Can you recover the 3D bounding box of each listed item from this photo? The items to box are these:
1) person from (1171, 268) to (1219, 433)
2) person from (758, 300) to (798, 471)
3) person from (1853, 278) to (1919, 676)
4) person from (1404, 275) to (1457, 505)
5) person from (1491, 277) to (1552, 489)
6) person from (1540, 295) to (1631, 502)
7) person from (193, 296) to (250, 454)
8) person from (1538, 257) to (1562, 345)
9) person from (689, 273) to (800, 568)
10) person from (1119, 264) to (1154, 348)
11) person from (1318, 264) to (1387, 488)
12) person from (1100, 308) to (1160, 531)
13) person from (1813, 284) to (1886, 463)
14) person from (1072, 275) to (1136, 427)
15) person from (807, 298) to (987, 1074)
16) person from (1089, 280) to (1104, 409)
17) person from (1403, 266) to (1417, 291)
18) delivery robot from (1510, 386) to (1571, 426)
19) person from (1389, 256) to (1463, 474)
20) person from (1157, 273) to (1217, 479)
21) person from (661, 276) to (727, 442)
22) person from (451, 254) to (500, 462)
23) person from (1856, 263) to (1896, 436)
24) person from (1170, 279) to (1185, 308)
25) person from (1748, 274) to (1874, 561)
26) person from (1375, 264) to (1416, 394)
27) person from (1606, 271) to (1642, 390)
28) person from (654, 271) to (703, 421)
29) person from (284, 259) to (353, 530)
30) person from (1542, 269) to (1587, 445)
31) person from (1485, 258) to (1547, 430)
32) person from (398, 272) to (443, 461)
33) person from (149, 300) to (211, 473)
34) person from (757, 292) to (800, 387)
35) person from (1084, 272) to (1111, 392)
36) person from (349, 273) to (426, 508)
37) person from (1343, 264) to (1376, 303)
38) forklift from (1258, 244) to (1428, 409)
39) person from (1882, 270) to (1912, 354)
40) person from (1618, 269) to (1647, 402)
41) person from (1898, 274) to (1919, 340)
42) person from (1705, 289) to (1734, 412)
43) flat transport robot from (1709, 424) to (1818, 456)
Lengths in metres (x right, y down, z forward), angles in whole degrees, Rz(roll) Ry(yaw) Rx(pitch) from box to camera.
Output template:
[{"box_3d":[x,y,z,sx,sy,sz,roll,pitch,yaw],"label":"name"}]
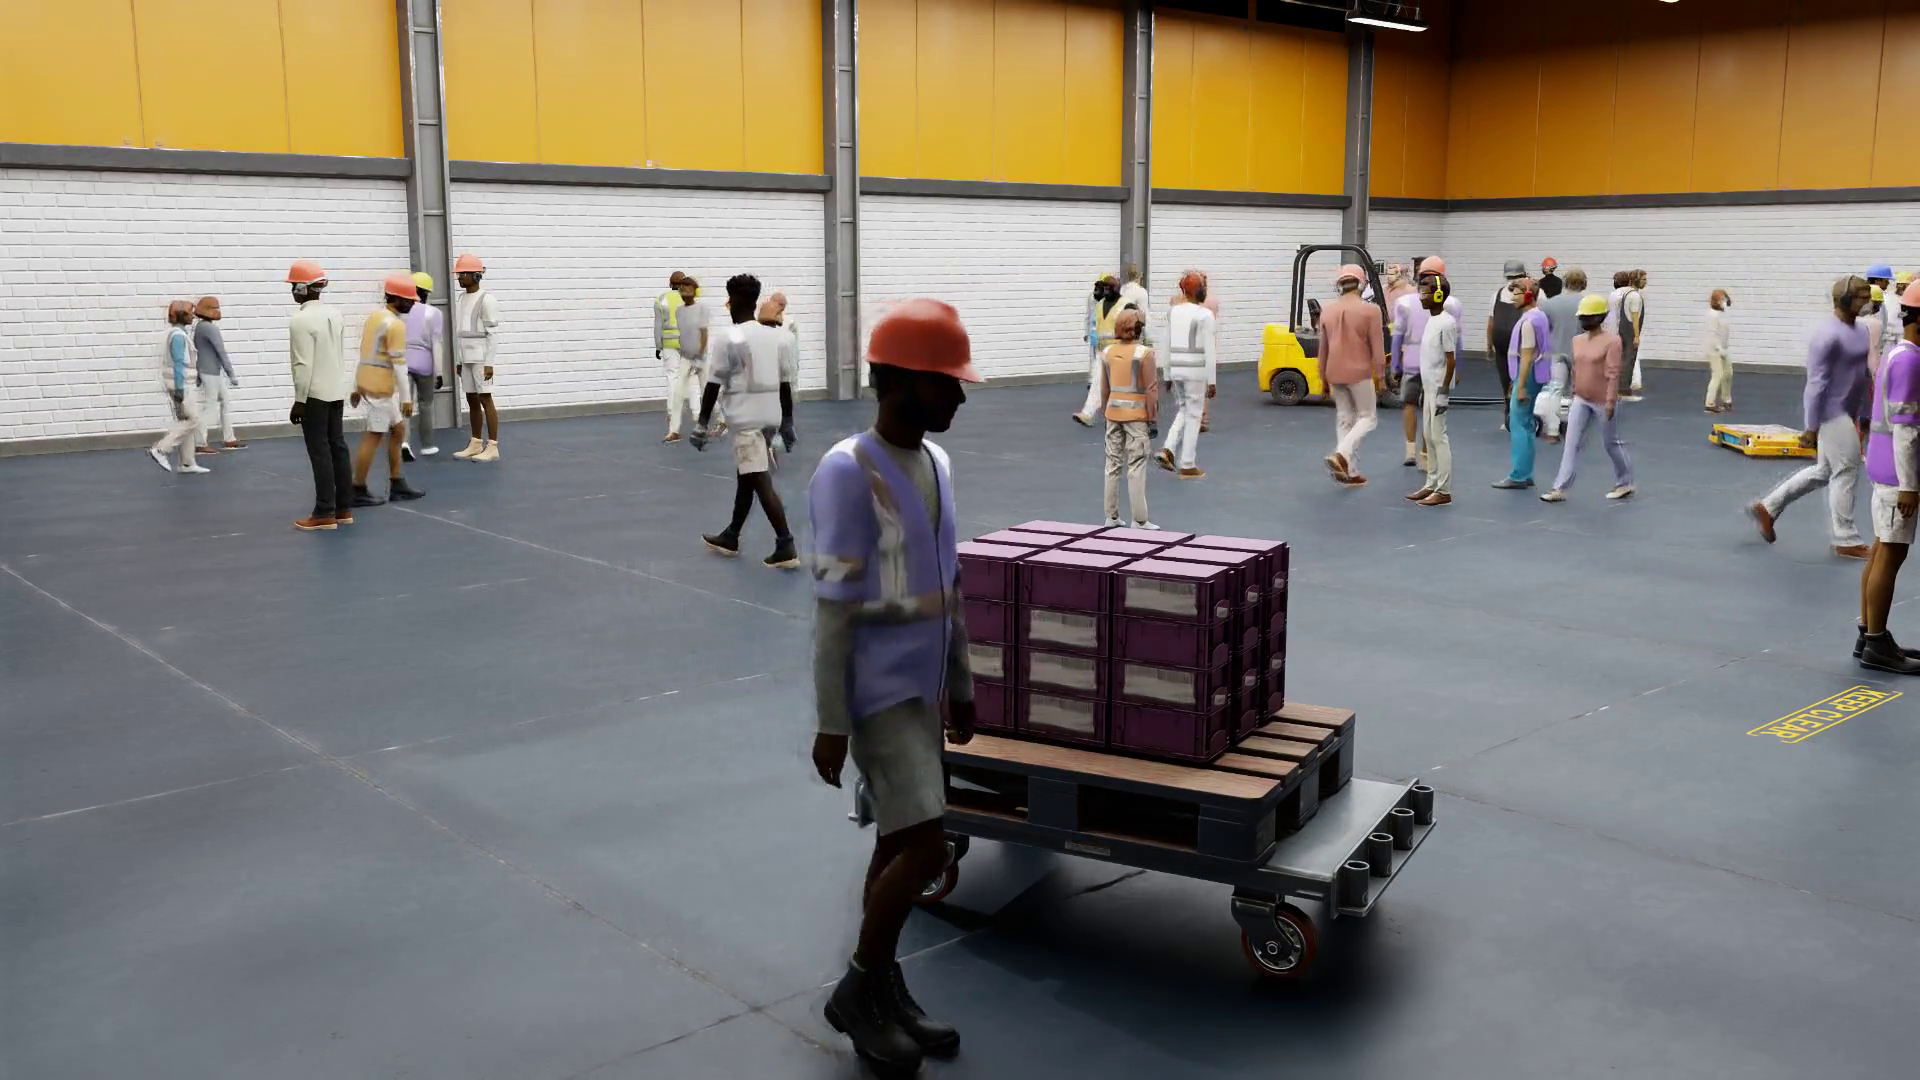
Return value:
[{"box_3d":[2.647,-2.145,18.969,0.500,1.882,0.638,-7,12,-37],"label":"person"},{"box_3d":[-1.779,-1.442,15.623,0.517,1.615,0.659,2,10,11],"label":"person"},{"box_3d":[4.631,-0.318,8.124,0.371,1.931,0.543,4,11,24],"label":"person"},{"box_3d":[3.859,-1.211,13.532,0.315,1.869,0.526,0,10,-1],"label":"person"},{"box_3d":[4.929,-1.360,14.499,0.423,1.840,0.580,5,11,26],"label":"person"},{"box_3d":[5.257,-1.165,13.731,0.904,1.712,0.536,-6,11,-30],"label":"person"},{"box_3d":[-7.597,-1.690,17.105,0.695,1.610,0.508,-7,12,-36],"label":"person"},{"box_3d":[10.826,-4.201,30.660,0.620,1.997,0.372,-7,12,-34],"label":"person"},{"box_3d":[-1.379,-0.780,10.913,1.001,1.915,0.612,6,12,33],"label":"person"},{"box_3d":[2.427,-2.782,22.613,0.720,1.900,0.679,-4,10,-22],"label":"person"},{"box_3d":[3.379,-1.411,14.438,0.613,1.961,0.671,-9,13,-43],"label":"person"},{"box_3d":[1.243,-0.874,12.229,0.510,1.641,0.308,9,13,43],"label":"person"},{"box_3d":[8.740,-1.616,16.251,0.509,1.755,0.536,-1,10,-6],"label":"person"},{"box_3d":[1.771,-2.220,19.674,0.987,1.785,0.655,-9,13,-42],"label":"person"},{"box_3d":[-0.124,0.374,4.114,0.452,1.919,0.577,5,11,25],"label":"person"},{"box_3d":[1.876,-2.601,22.164,0.316,1.700,0.541,-1,10,-3],"label":"person"},{"box_3d":[6.672,-3.189,25.082,0.667,1.881,0.498,-5,11,-29],"label":"person"},{"box_3d":[6.574,-1.485,18.692,0.707,0.478,0.477,0,9,-2],"label":"delivery robot"},{"box_3d":[4.375,-1.640,15.591,0.643,2.018,0.599,4,10,20],"label":"person"},{"box_3d":[2.105,-1.483,15.117,0.423,1.871,0.593,-7,12,-36],"label":"person"},{"box_3d":[-2.920,-2.007,18.373,0.489,1.822,0.941,5,11,25],"label":"person"},{"box_3d":[-4.790,-1.788,16.401,0.605,2.045,0.377,9,13,41],"label":"person"},{"box_3d":[10.248,-2.141,18.753,0.408,1.942,0.616,2,10,12],"label":"person"},{"box_3d":[3.627,-3.398,26.871,0.530,1.690,0.321,4,10,21],"label":"person"},{"box_3d":[5.839,-0.837,11.244,0.641,1.916,0.873,-10,14,-44],"label":"person"},{"box_3d":[6.270,-3.026,24.056,0.401,1.904,0.646,-6,11,-31],"label":"person"},{"box_3d":[10.058,-3.182,25.329,0.627,1.796,0.976,-3,10,-19],"label":"person"},{"box_3d":[-3.435,-2.370,20.401,0.634,1.841,0.429,-3,10,-15],"label":"person"},{"box_3d":[-4.775,-1.073,12.350,0.380,1.996,0.608,1,10,9],"label":"person"},{"box_3d":[6.629,-1.995,18.086,0.656,1.877,1.047,5,11,28],"label":"person"},{"box_3d":[6.432,-2.285,19.319,0.546,2.000,0.699,-8,13,-39],"label":"person"},{"box_3d":[-5.450,-1.729,16.596,0.605,1.871,0.944,0,10,1],"label":"person"},{"box_3d":[-7.234,-1.401,15.365,0.418,1.628,0.527,-5,11,-25],"label":"person"},{"box_3d":[-2.059,-2.012,18.966,0.546,1.617,0.489,-4,11,-24],"label":"person"},{"box_3d":[2.130,-3.075,24.694,0.638,1.781,0.907,3,10,15],"label":"person"},{"box_3d":[-4.636,-1.214,13.493,0.788,1.880,0.563,-7,12,-36],"label":"person"},{"box_3d":[6.722,-3.685,27.968,0.599,1.891,0.770,-2,10,-11],"label":"person"},{"box_3d":[5.256,-2.933,22.661,2.313,2.155,1.214,3,10,16],"label":"forklift"},{"box_3d":[13.060,-2.832,23.168,0.596,1.825,0.403,6,11,31],"label":"person"},{"box_3d":[9.361,-2.846,23.177,0.328,1.842,0.515,1,10,6],"label":"person"},{"box_3d":[10.392,-1.991,18.080,0.554,1.882,0.650,1,10,3],"label":"person"},{"box_3d":[9.894,-2.453,21.612,0.609,1.591,0.323,-8,13,-40],"label":"person"},{"box_3d":[8.330,-1.050,17.262,0.652,0.197,1.431,1,10,8],"label":"flat transport robot"}]
